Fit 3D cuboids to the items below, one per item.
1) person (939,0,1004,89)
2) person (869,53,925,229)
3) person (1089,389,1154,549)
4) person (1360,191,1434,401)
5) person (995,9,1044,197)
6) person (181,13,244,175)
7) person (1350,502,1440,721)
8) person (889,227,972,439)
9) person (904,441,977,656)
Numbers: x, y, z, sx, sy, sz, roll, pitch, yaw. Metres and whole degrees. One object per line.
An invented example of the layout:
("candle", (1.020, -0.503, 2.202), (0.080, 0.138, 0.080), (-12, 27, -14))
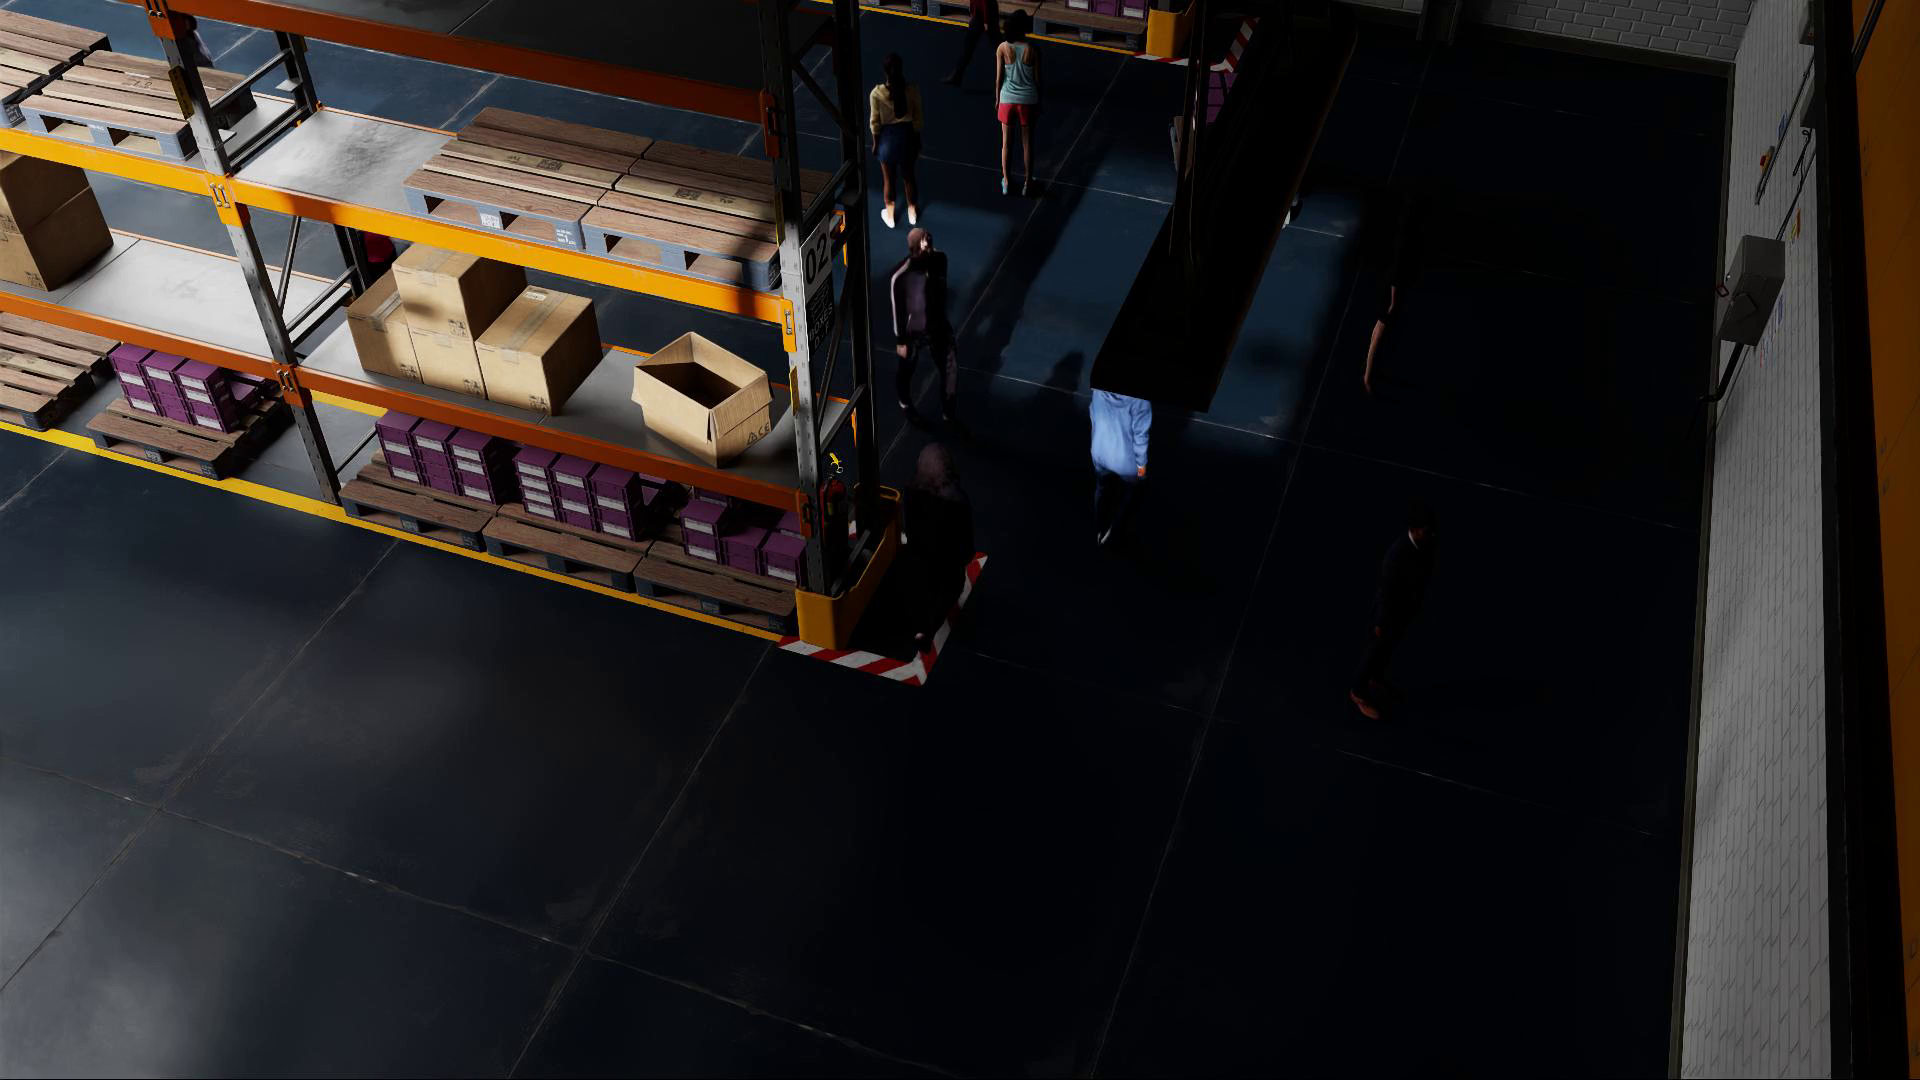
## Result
("person", (0.337, -5.185, 16.459), (1.107, 1.613, 0.795), (2, 44, 3))
("person", (-0.562, -3.530, 14.708), (0.677, 1.630, 0.784), (-10, 44, -10))
("person", (1.051, -0.597, 11.505), (0.723, 1.802, 0.849), (33, 53, 30))
("person", (3.370, -1.913, 12.885), (0.497, 1.803, 0.593), (15, 46, 15))
("person", (0.531, -3.955, 15.058), (0.531, 1.764, 0.693), (7, 44, 7))
("person", (-6.885, -3.987, 15.044), (0.804, 1.829, 0.803), (-7, 44, -7))
("person", (2.754, 0.413, 10.501), (0.665, 1.724, 0.705), (33, 53, 30))
("person", (-0.355, -1.630, 12.582), (0.980, 1.812, 1.074), (-27, 50, -25))
("person", (-0.182, 0.088, 10.942), (0.930, 1.588, 0.787), (20, 47, 20))
